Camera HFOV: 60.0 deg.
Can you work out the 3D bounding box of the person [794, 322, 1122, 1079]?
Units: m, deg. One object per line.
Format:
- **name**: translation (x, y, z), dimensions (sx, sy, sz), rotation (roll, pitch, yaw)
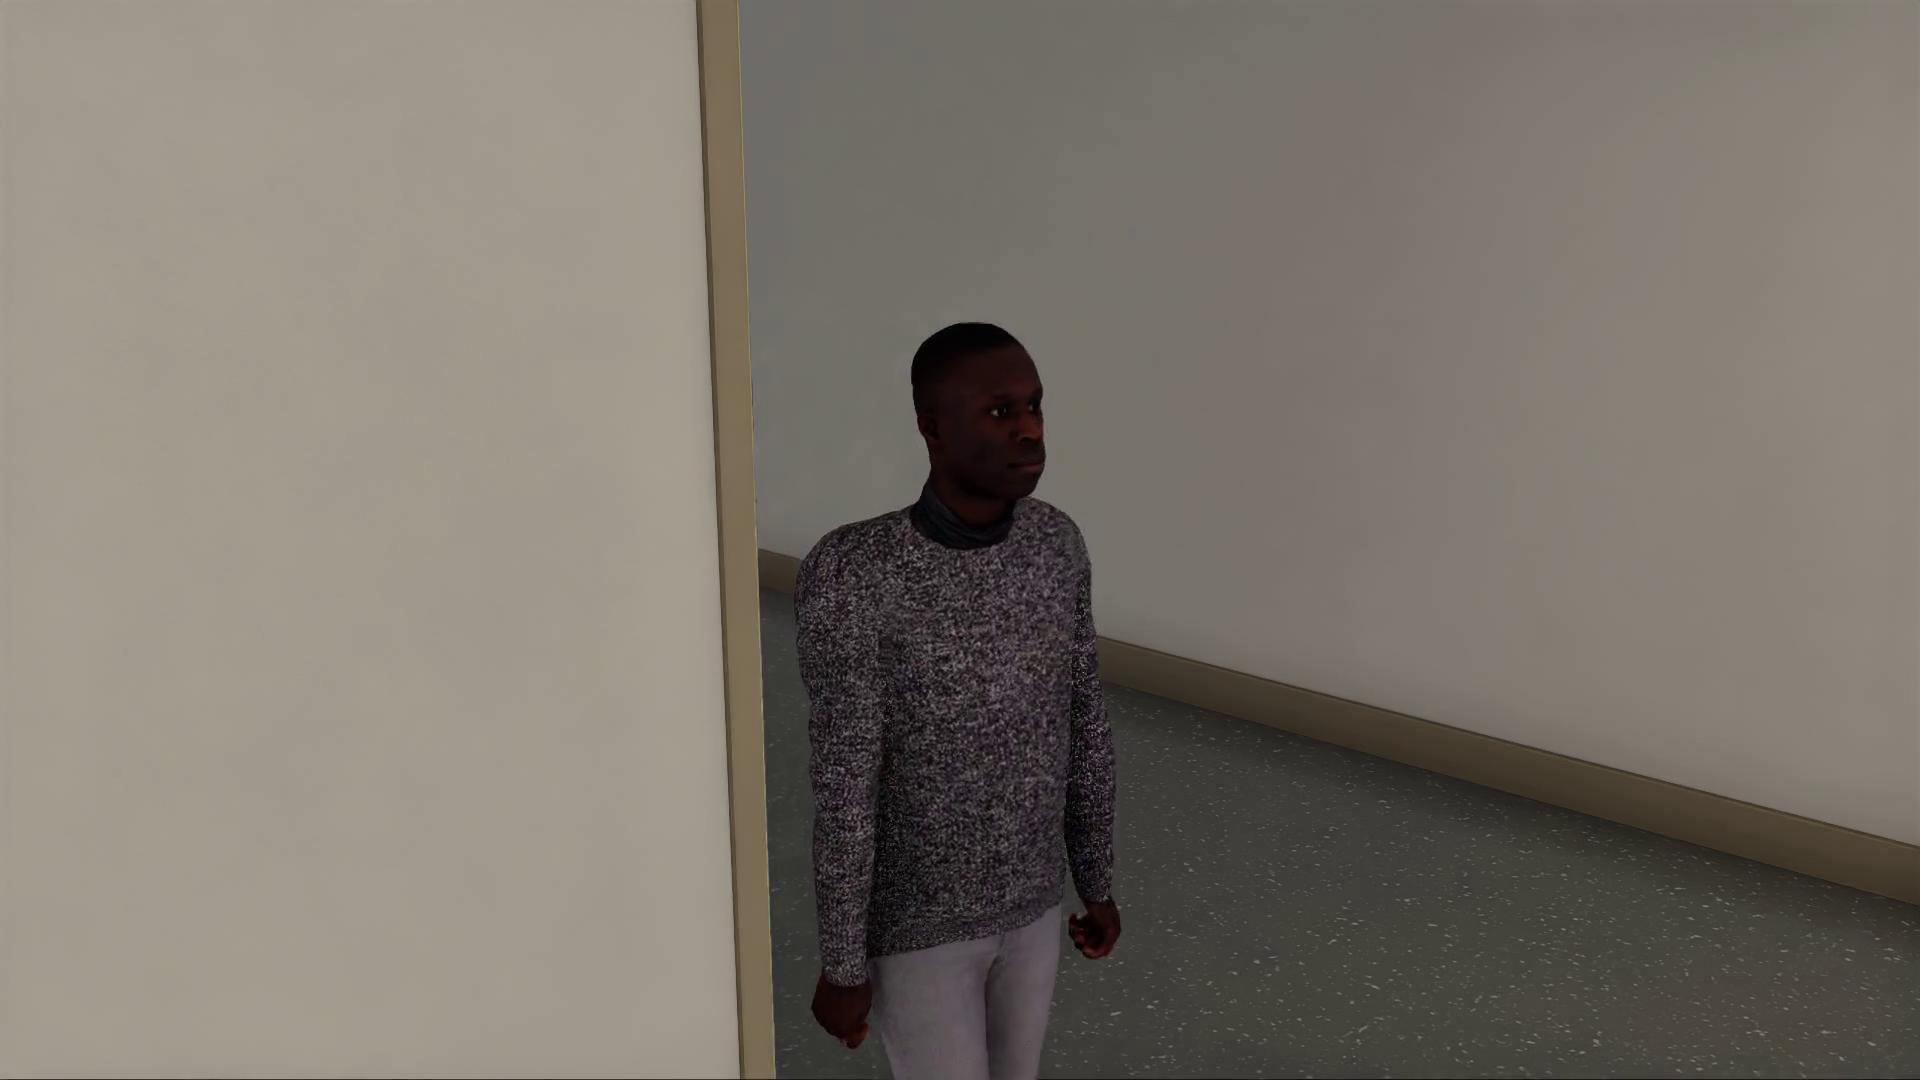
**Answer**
- **person**: translation (-0.062, 0.560, 2.621), dimensions (0.660, 1.825, 0.786), rotation (-15, 21, -42)
